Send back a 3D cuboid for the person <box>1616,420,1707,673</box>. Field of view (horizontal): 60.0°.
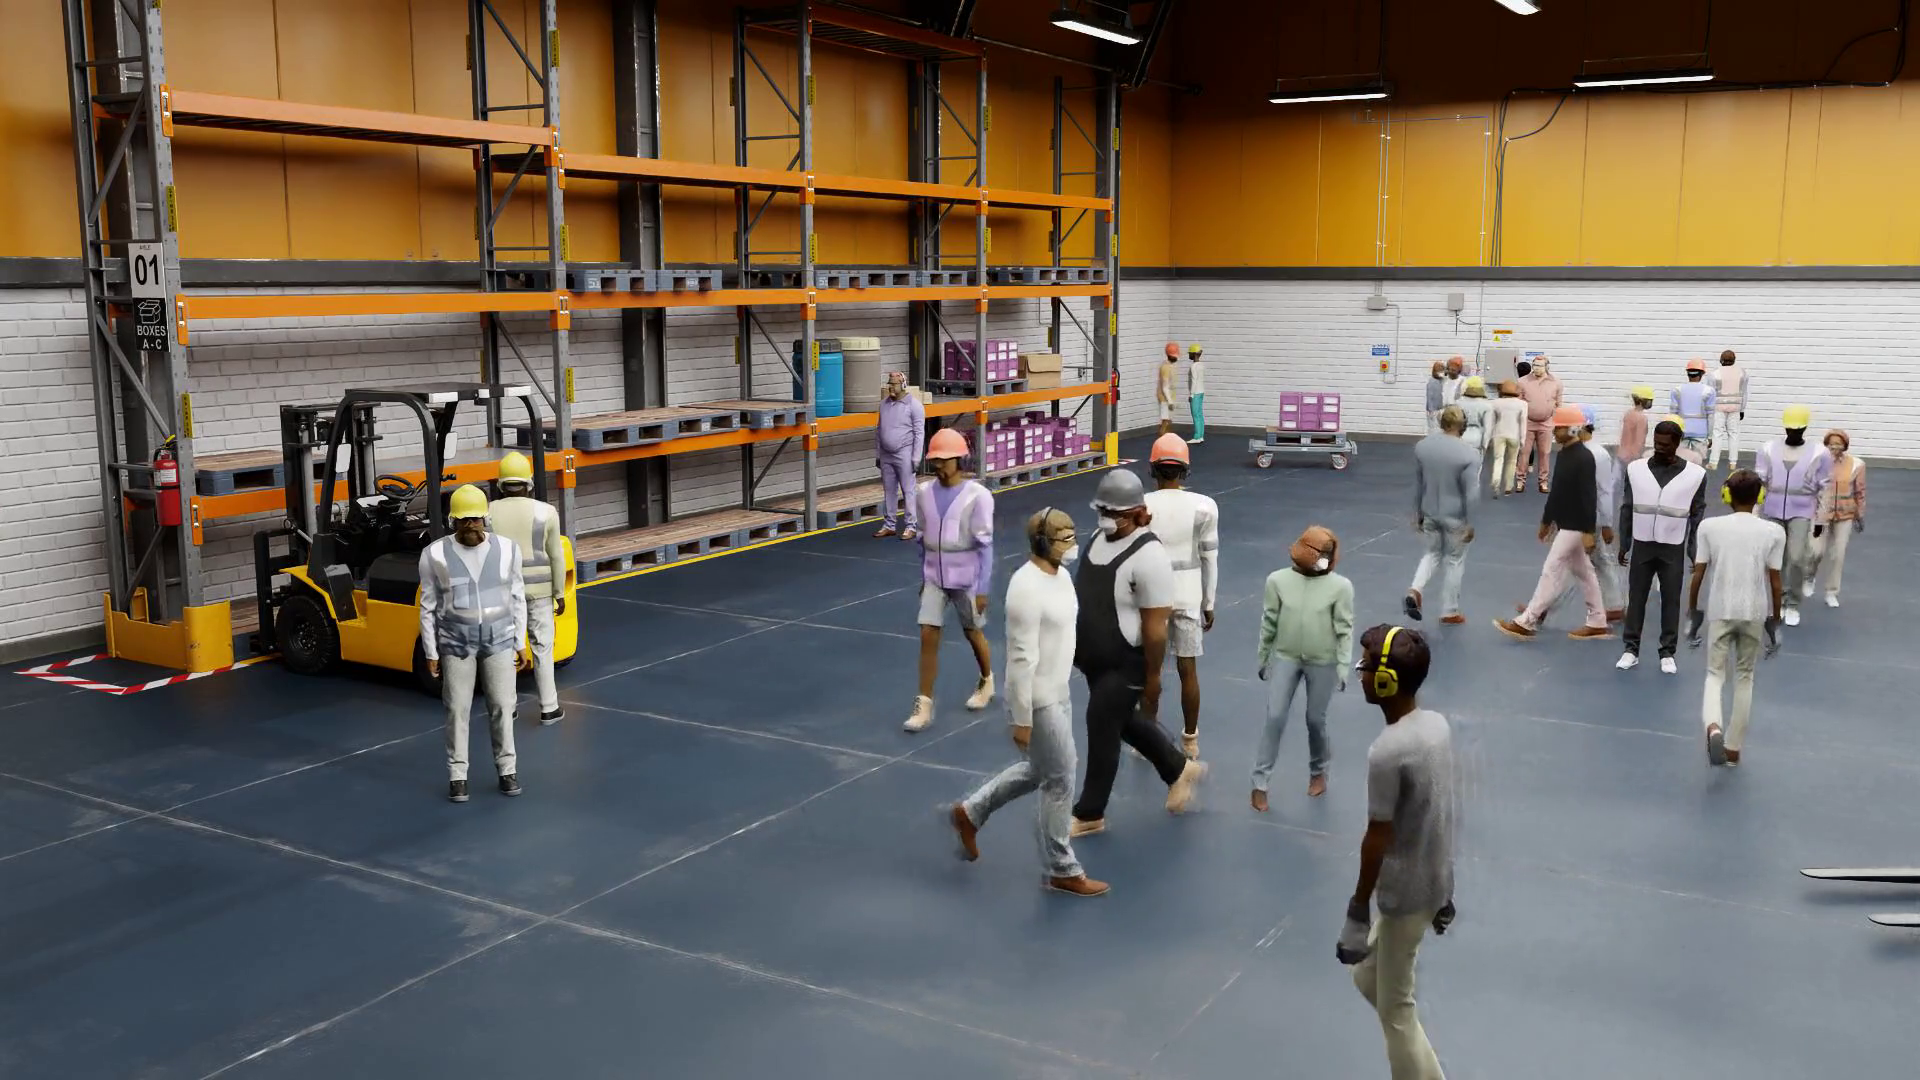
[{"bbox_3d":[5.298,0.045,12.594,0.587,1.914,0.391,5,10,28],"label":"person"}]

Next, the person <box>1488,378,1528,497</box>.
[{"bbox_3d":[7.344,-1.368,22.345,0.509,1.607,0.690,4,10,23],"label":"person"}]

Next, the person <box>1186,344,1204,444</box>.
[{"bbox_3d":[4.156,-2.586,29.474,0.325,1.767,0.533,4,10,25],"label":"person"}]

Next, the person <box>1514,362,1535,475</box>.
[{"bbox_3d":[8.429,-1.824,24.916,0.538,1.698,0.319,-4,10,-24],"label":"person"}]

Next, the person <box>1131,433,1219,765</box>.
[{"bbox_3d":[1.266,0.366,10.187,0.606,2.044,0.373,0,9,-3],"label":"person"}]

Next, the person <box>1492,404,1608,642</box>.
[{"bbox_3d":[4.882,-0.129,13.577,1.008,1.940,0.654,1,9,5],"label":"person"}]

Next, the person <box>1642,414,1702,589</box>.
[{"bbox_3d":[6.535,-0.302,15.314,0.531,1.747,0.721,6,11,32],"label":"person"}]

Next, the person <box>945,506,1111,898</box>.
[{"bbox_3d":[0.316,0.773,8.091,0.828,1.913,0.634,3,10,20],"label":"person"}]

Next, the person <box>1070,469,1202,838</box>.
[{"bbox_3d":[0.931,0.568,8.929,0.902,2.000,0.690,-3,10,-20],"label":"person"}]

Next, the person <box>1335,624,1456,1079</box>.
[{"bbox_3d":[1.460,1.201,5.562,0.399,1.853,0.527,6,11,31],"label":"person"}]

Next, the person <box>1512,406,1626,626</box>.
[{"bbox_3d":[5.250,-0.193,14.147,1.035,1.881,0.598,1,9,3],"label":"person"}]

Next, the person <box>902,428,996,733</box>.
[{"bbox_3d":[-0.034,0.239,11.156,0.626,1.996,1.038,5,10,29],"label":"person"}]

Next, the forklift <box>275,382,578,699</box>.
[{"bbox_3d":[-3.974,-0.067,12.417,2.313,2.155,1.214,5,11,30],"label":"forklift"}]

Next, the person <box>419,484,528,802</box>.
[{"bbox_3d":[-2.769,0.586,9.502,0.592,1.826,0.403,-4,10,-24],"label":"person"}]

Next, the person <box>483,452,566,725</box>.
[{"bbox_3d":[-2.907,0.329,11.056,0.590,1.837,0.404,0,9,-2],"label":"person"}]

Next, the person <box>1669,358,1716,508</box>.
[{"bbox_3d":[9.398,-1.368,21.371,0.544,1.927,0.385,6,11,32],"label":"person"}]

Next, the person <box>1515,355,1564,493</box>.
[{"bbox_3d":[7.917,-1.584,22.796,0.643,1.903,0.399,2,9,14],"label":"person"}]

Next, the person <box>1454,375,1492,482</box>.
[{"bbox_3d":[6.555,-1.261,21.381,0.515,1.709,0.818,4,10,21],"label":"person"}]

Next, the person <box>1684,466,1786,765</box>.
[{"bbox_3d":[4.677,0.492,10.035,0.544,1.839,0.626,4,10,23],"label":"person"}]

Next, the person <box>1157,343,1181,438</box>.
[{"bbox_3d":[3.468,-2.302,27.353,0.402,1.896,0.742,4,10,23],"label":"person"}]

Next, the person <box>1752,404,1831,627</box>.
[{"bbox_3d":[7.080,-0.215,14.249,0.586,1.898,0.611,8,12,41],"label":"person"}]

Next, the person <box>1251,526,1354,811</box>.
[{"bbox_3d":[1.954,0.712,9.450,0.536,1.601,0.598,3,9,16],"label":"person"}]

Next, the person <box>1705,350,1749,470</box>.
[{"bbox_3d":[11.732,-1.990,25.515,0.619,1.845,0.430,1,9,5],"label":"person"}]

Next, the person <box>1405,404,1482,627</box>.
[{"bbox_3d":[4.079,-0.194,14.065,0.559,1.918,0.642,-8,12,-41],"label":"person"}]

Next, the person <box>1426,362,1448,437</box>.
[{"bbox_3d":[7.675,-2.083,26.841,0.534,1.591,0.461,-6,11,-32],"label":"person"}]

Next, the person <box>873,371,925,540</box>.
[{"bbox_3d":[-0.711,-0.953,18.843,0.638,1.910,0.407,6,11,35],"label":"person"}]

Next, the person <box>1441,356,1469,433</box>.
[{"bbox_3d":[7.026,-1.669,23.474,0.584,1.846,0.595,-4,10,-22],"label":"person"}]

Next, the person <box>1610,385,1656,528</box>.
[{"bbox_3d":[7.862,-0.959,19.484,0.917,1.713,0.523,-1,9,-8],"label":"person"}]

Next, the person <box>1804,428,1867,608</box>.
[{"bbox_3d":[7.892,-0.205,15.051,0.520,1.625,0.398,3,9,16],"label":"person"}]
